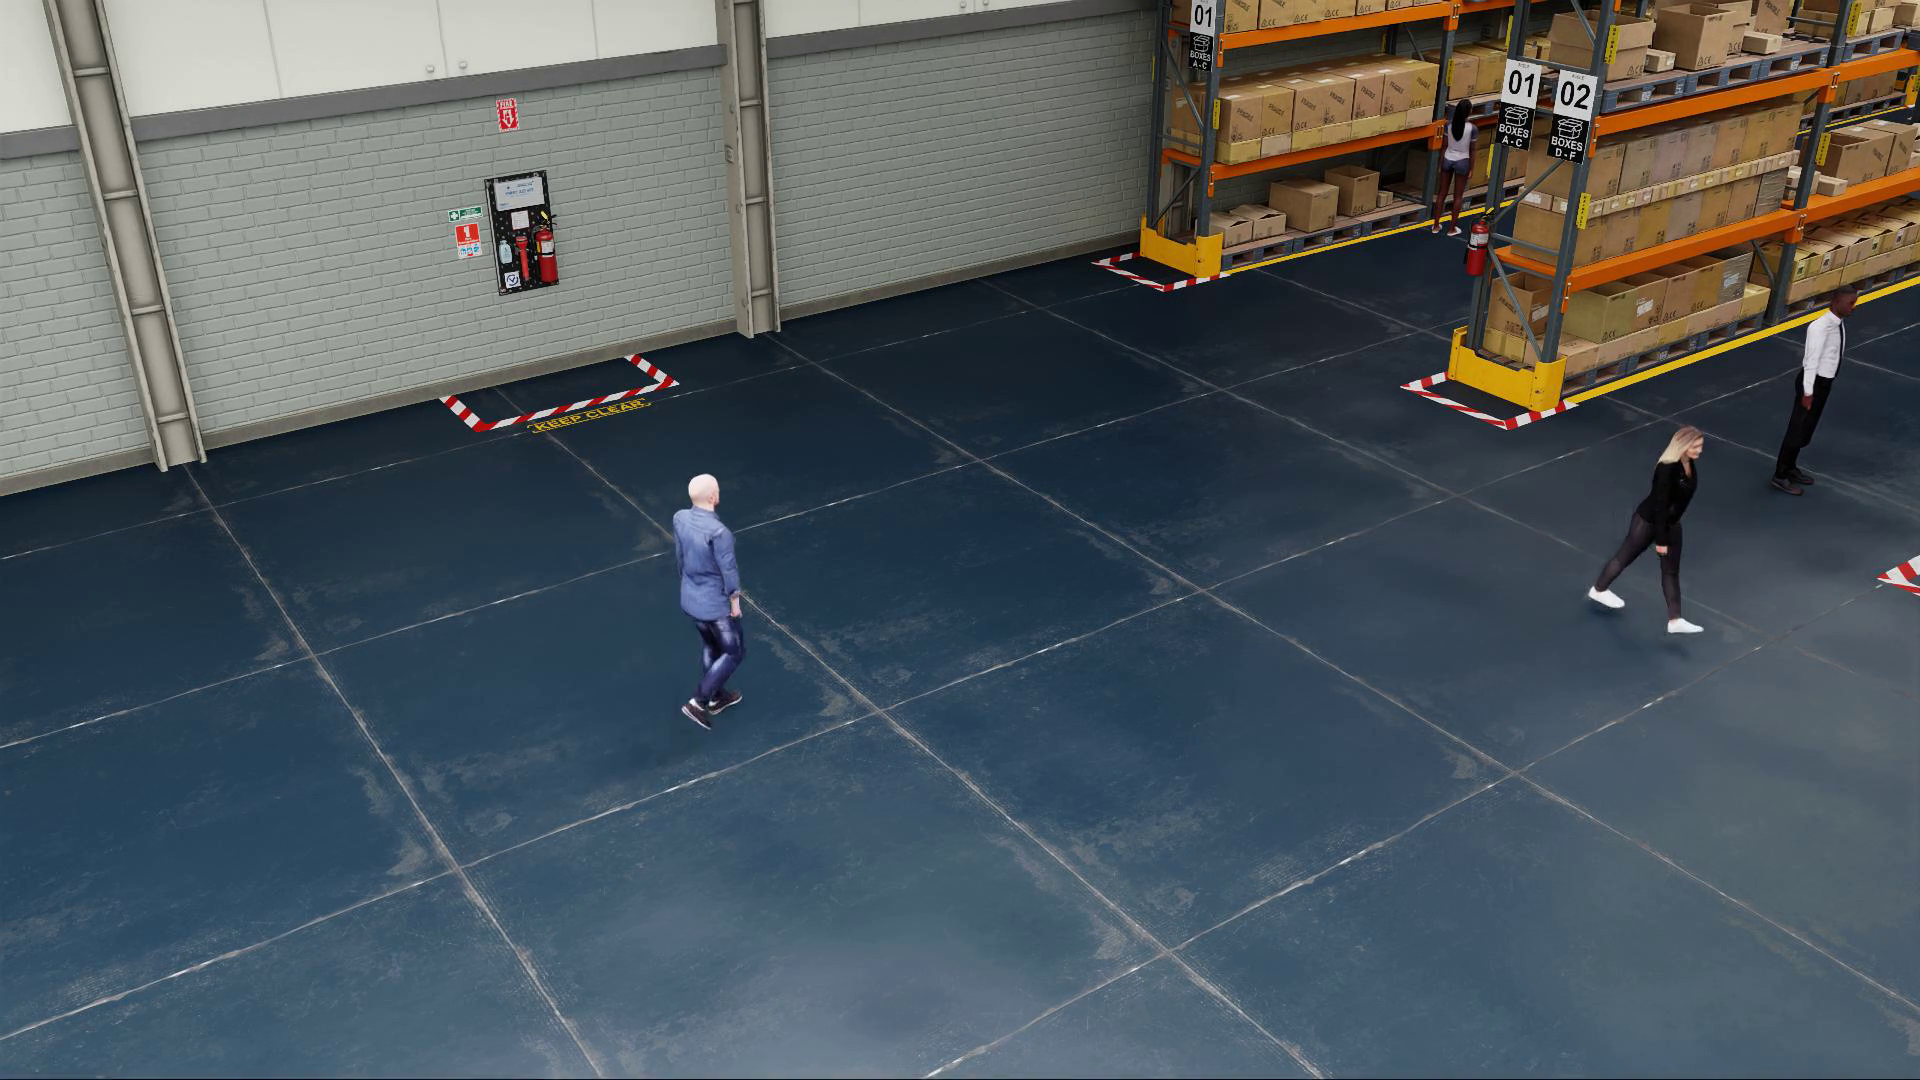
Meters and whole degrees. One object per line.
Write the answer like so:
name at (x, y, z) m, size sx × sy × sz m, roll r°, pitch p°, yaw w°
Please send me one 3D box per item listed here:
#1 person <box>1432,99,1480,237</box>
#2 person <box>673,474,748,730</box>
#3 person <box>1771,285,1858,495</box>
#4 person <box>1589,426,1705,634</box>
person at (6.284, -4.734, 21.108) m, size 0.673 × 1.723 × 0.652 m, roll 19°, pitch 33°, yaw 32°
person at (-1.694, 0.440, 10.964) m, size 0.849 × 1.811 × 0.974 m, roll 21°, pitch 34°, yaw 35°
person at (7.370, -1.327, 14.367) m, size 0.745 × 1.835 × 0.549 m, roll 23°, pitch 35°, yaw 37°
person at (5.041, -0.125, 12.267) m, size 0.749 × 1.621 × 1.108 m, roll 24°, pitch 36°, yaw 39°
